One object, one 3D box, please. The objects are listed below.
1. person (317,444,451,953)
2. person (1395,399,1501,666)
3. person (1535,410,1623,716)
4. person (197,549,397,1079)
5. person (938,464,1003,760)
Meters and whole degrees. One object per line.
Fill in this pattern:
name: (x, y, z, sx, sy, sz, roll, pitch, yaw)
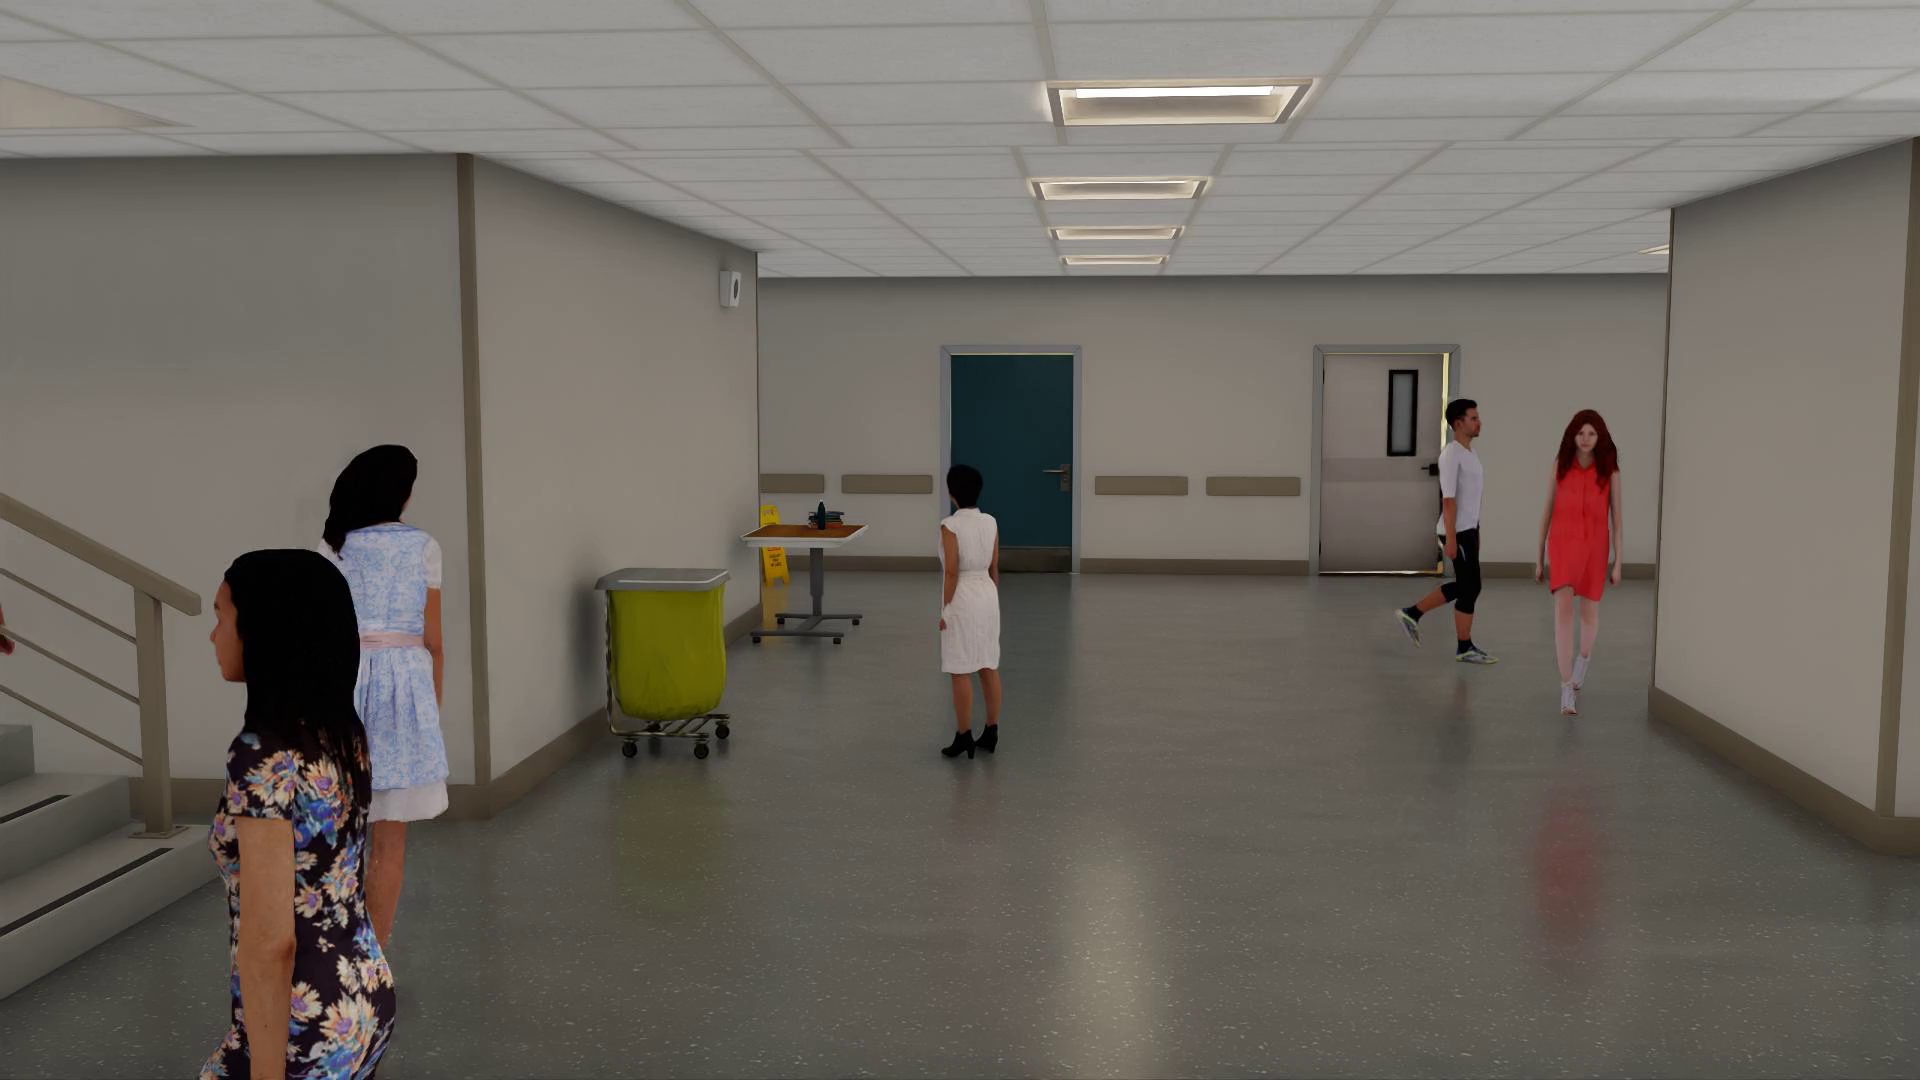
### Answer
person: (-1.838, 0.612, 5.232, 0.823, 1.789, 0.815, -1, 6, -13)
person: (3.431, -0.058, 11.675, 1.112, 1.833, 0.942, 4, 7, 32)
person: (3.704, 0.144, 9.957, 1.135, 1.775, 0.885, 2, 6, 20)
person: (-1.067, 0.882, 2.882, 0.623, 1.724, 0.656, 0, 6, -2)
person: (0.053, 0.370, 8.824, 0.640, 1.552, 0.696, -5, 8, -42)
